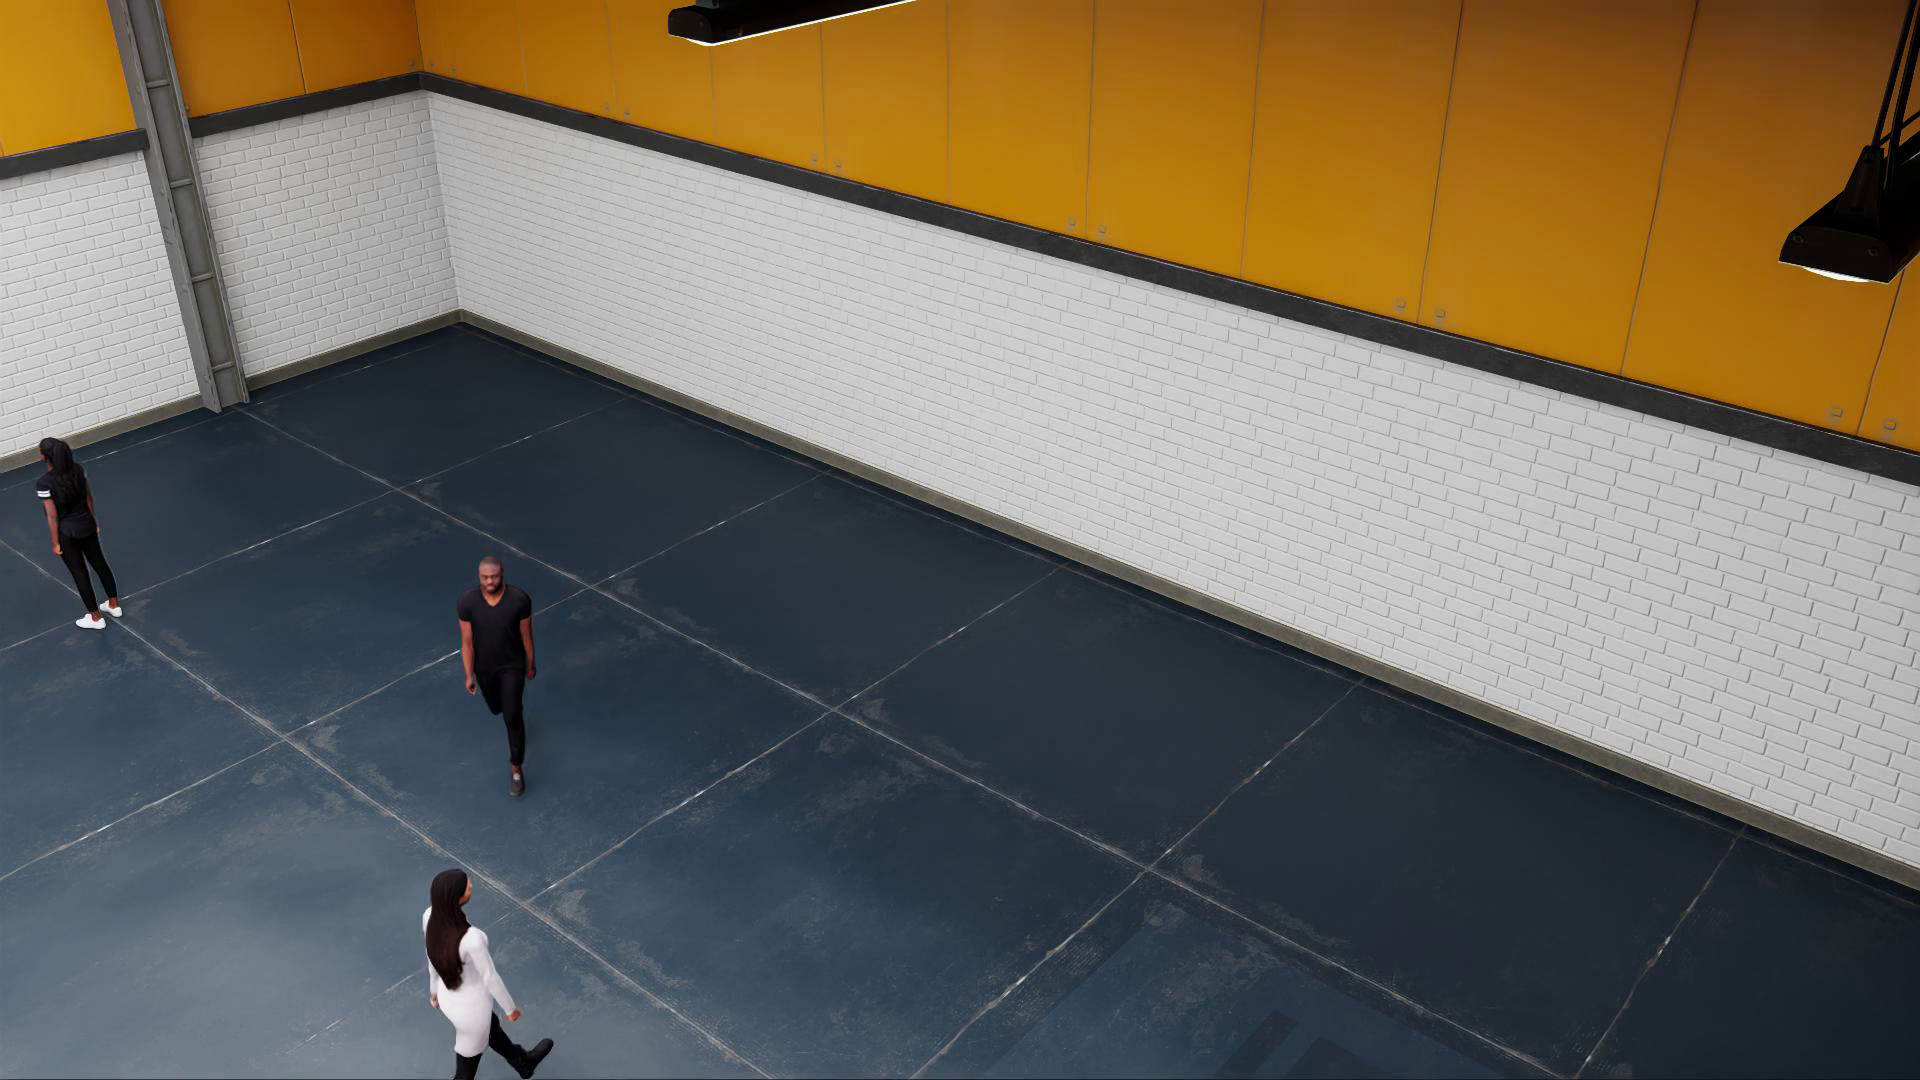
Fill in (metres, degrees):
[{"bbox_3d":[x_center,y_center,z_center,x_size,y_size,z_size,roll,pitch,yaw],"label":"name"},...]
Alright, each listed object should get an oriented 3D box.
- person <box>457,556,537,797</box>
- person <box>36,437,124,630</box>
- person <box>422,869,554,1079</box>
[{"bbox_3d":[-3.337,0.892,12.103,1.154,1.786,1.233,-2,29,-3],"label":"person"},{"bbox_3d":[-7.411,-0.070,13.925,0.740,1.729,0.597,10,30,18],"label":"person"},{"bbox_3d":[-2.753,2.589,9.011,0.621,1.768,1.039,21,35,33],"label":"person"}]
